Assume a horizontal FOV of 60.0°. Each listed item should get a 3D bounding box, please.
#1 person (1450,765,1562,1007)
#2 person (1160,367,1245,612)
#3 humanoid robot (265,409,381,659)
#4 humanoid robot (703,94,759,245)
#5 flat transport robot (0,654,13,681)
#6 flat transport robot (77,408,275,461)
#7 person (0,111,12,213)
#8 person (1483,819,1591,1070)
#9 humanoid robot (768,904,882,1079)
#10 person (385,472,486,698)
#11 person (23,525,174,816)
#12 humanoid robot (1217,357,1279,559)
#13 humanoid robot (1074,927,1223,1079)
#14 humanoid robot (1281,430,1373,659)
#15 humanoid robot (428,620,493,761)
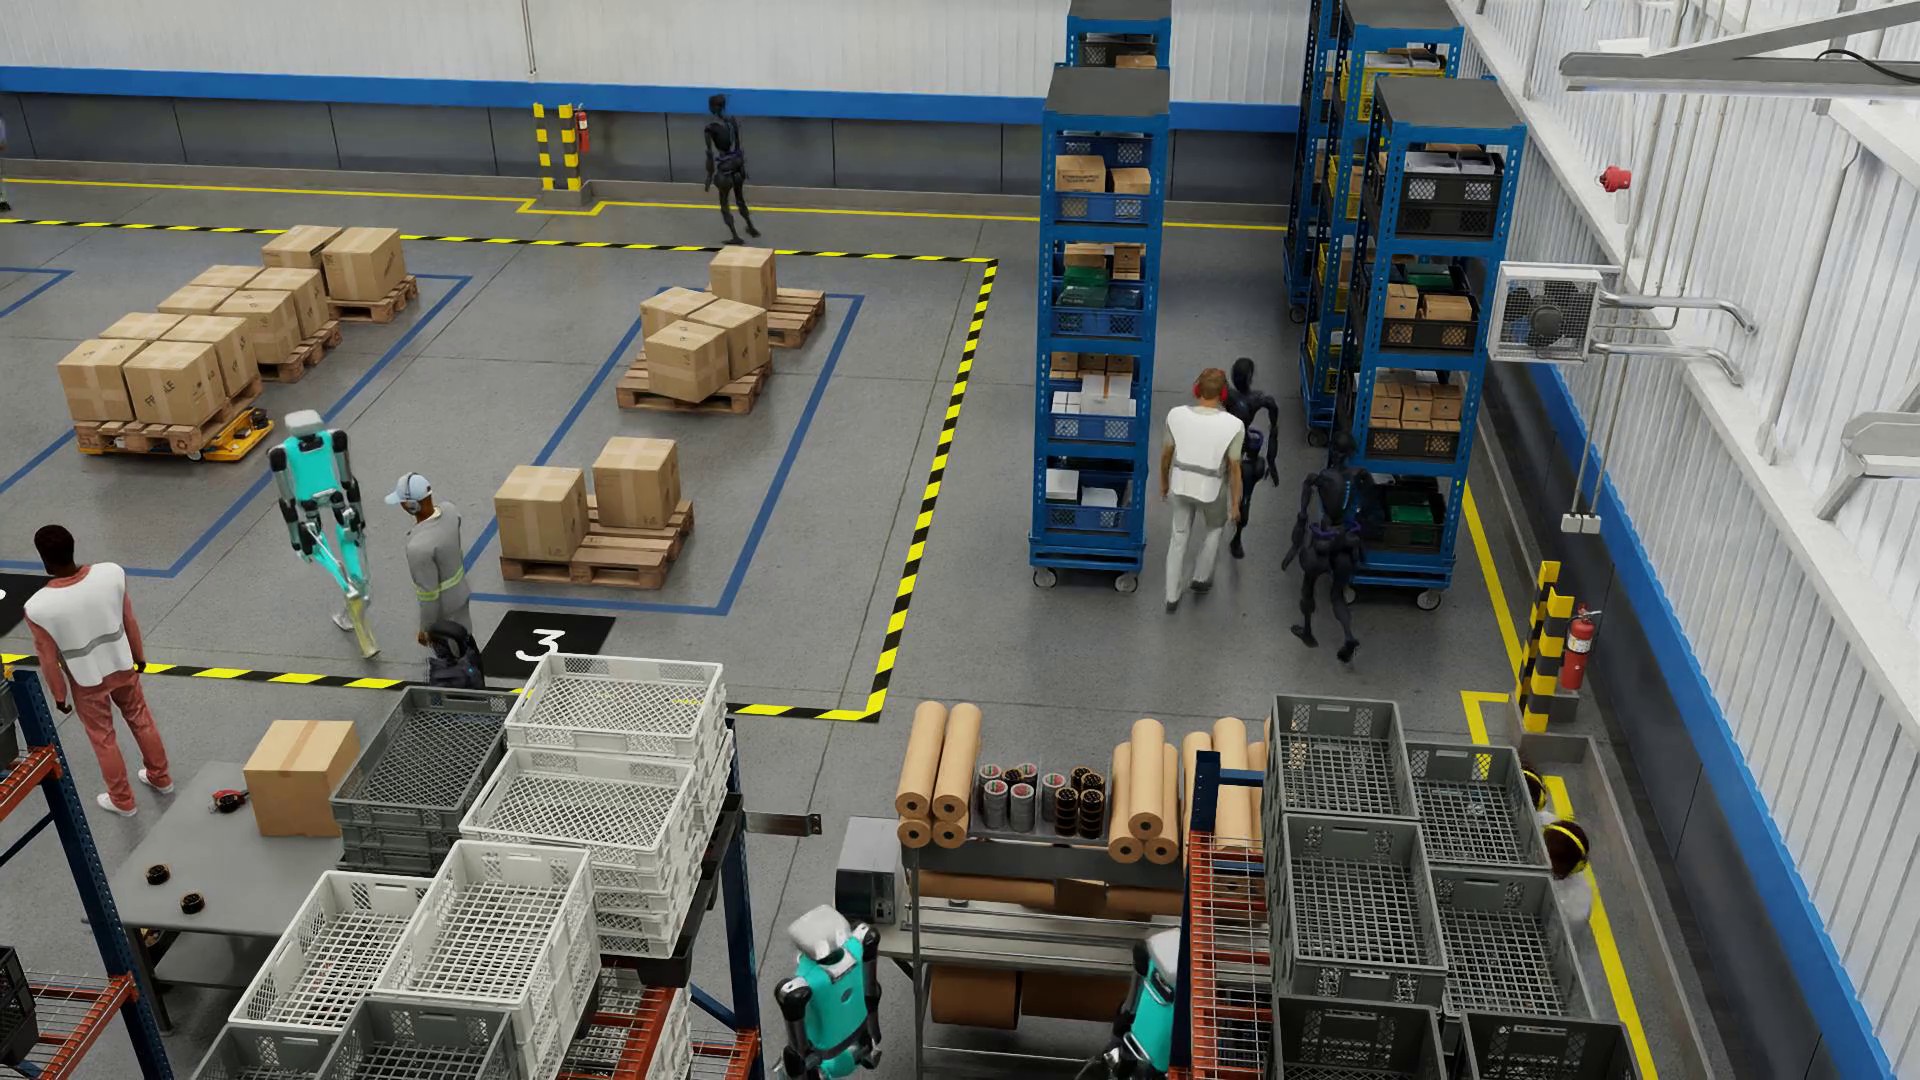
[{"bbox_3d":[2.609,1.788,8.032,0.545,1.846,0.472,7,31,11],"label":"person"},{"bbox_3d":[1.719,-0.362,11.771,0.631,1.797,0.673,13,33,21],"label":"person"},{"bbox_3d":[-4.145,0.042,11.193,0.530,1.758,1.048,-24,38,-35],"label":"humanoid robot"},{"bbox_3d":[-2.530,-4.078,18.291,0.393,1.638,0.645,17,34,27],"label":"humanoid robot"},{"bbox_3d":[-7.142,0.969,11.010,1.431,0.231,0.659,3,30,6],"label":"flat transport robot"},{"bbox_3d":[-6.728,-0.944,14.268,1.431,0.197,0.652,3,30,6],"label":"flat transport robot"},{"bbox_3d":[-11.308,-4.626,19.112,0.669,1.784,0.447,-9,31,-14],"label":"person"},{"bbox_3d":[2.634,1.956,7.778,0.874,1.811,0.598,-5,31,-9],"label":"person"},{"bbox_3d":[-0.749,2.244,7.429,0.808,1.828,0.569,24,38,35],"label":"humanoid robot"},{"bbox_3d":[-3.272,0.395,10.425,0.397,1.848,0.587,3,30,5],"label":"person"},{"bbox_3d":[-5.036,0.767,9.732,0.394,1.911,0.580,21,36,32],"label":"person"},{"bbox_3d":[2.072,-0.602,12.313,0.616,1.648,0.341,6,31,11],"label":"humanoid robot"},{"bbox_3d":[0.599,2.482,7.043,0.864,1.866,0.563,-14,33,-23],"label":"humanoid robot"},{"bbox_3d":[2.511,0.058,11.188,0.608,1.637,0.578,-10,32,-17],"label":"humanoid robot"},{"bbox_3d":[-2.738,1.165,9.269,0.336,1.643,0.584,2,30,3],"label":"humanoid robot"}]
